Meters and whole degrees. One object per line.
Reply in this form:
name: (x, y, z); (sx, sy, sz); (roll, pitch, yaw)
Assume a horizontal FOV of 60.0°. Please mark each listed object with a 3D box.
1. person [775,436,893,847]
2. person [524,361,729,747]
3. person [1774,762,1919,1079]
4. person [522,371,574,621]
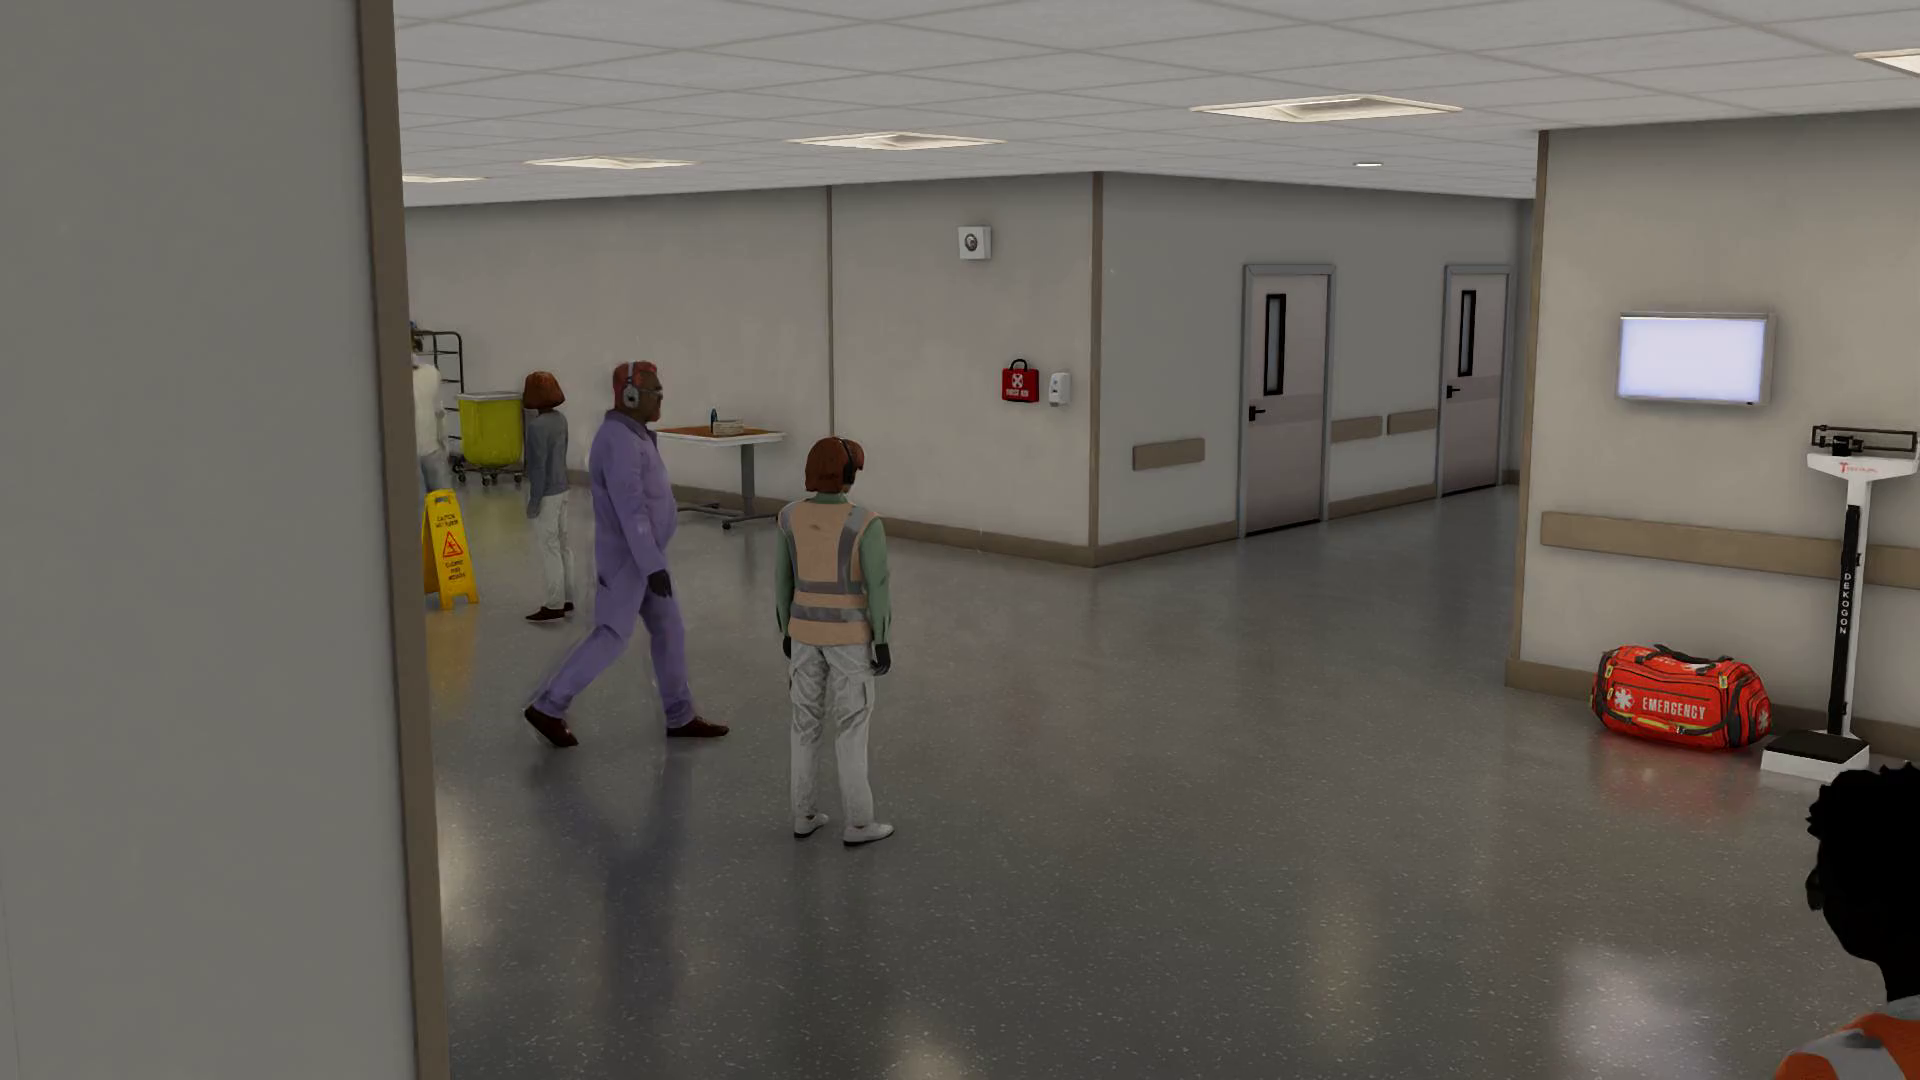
person: (-0.506, 0.405, 6.662); (0.523, 1.636, 0.310); (5, 11, 29)
person: (-1.633, 0.077, 7.973); (0.900, 1.873, 0.639); (0, 9, -1)
person: (1.296, 1.136, 2.076); (0.547, 1.668, 0.596); (-3, 10, -18)
person: (-2.708, -0.286, 10.909); (0.279, 1.633, 0.501); (1, 9, 6)
